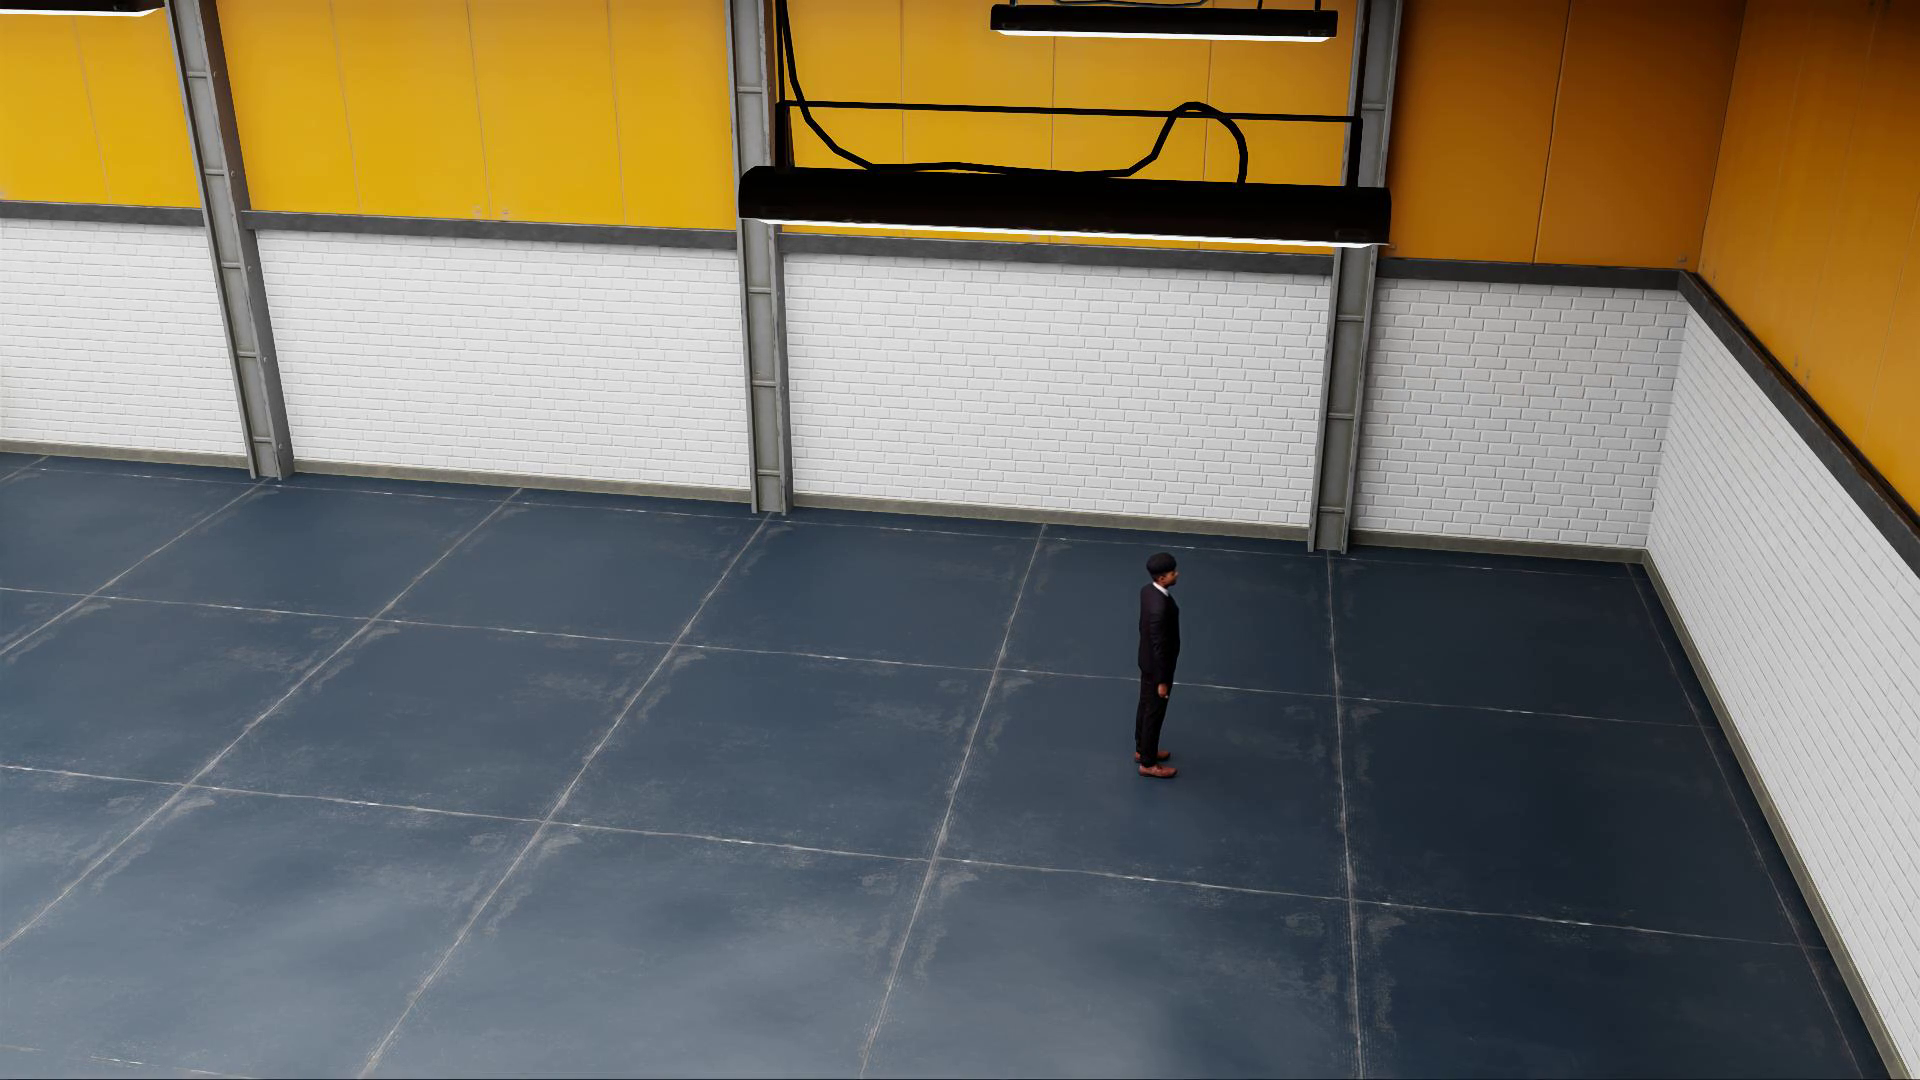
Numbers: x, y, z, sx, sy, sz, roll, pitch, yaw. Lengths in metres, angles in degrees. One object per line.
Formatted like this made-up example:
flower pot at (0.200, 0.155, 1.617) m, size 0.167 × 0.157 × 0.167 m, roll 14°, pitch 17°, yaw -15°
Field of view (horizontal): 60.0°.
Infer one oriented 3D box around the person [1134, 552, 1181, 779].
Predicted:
person at (1.524, 0.959, 13.020) m, size 0.652 × 1.884 × 0.748 m, roll -2°, pitch 24°, yaw -4°
